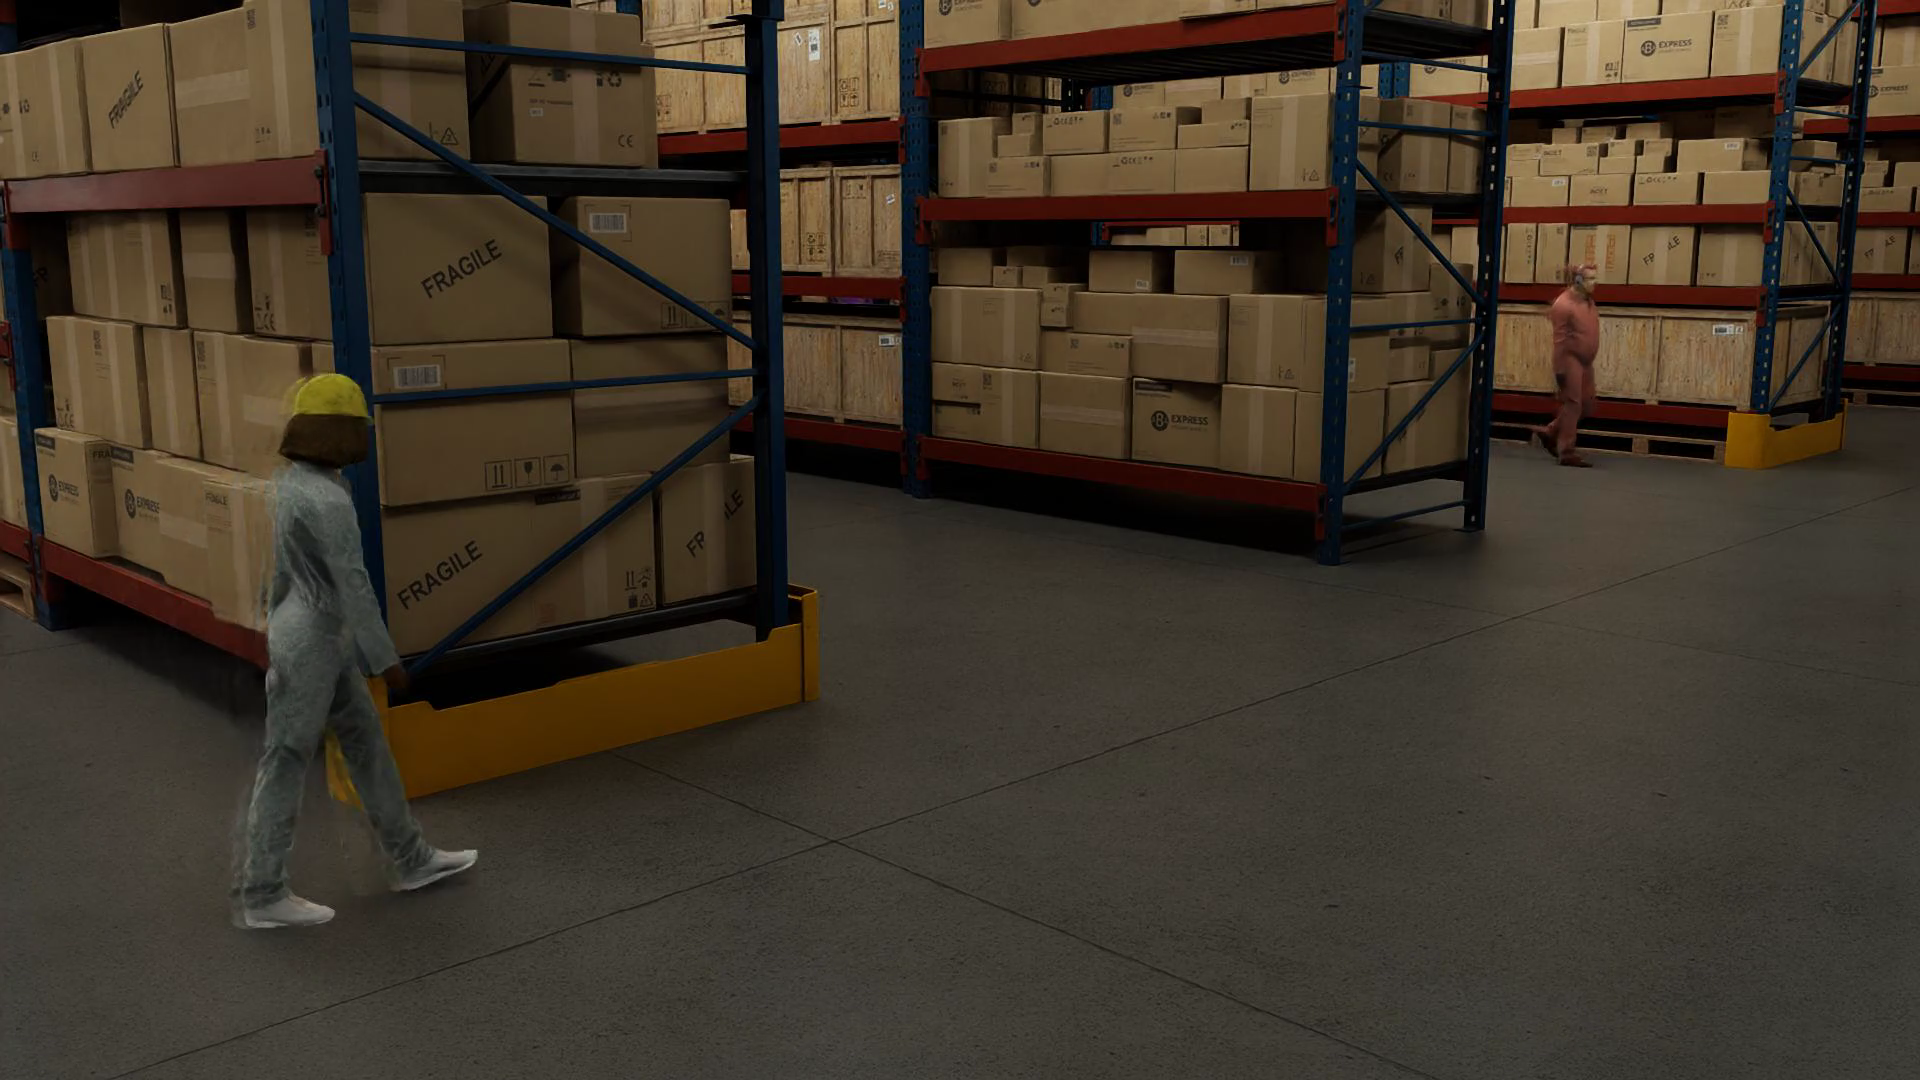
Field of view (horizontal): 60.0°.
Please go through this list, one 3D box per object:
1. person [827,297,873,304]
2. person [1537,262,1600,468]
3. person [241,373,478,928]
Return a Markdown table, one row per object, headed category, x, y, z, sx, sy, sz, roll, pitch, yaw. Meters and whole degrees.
| category | x | y | z | sx | sy | sz | roll | pitch | yaw |
| --- | --- | --- | --- | --- | --- | --- | --- | --- | --- |
| person | -1.273 | -2.361 | 19.299 | 0.542 | 1.938 | 0.358 | -2 | 11 | -12 |
| person | 5.660 | -1.620 | 15.410 | 0.644 | 1.892 | 0.523 | -10 | 14 | -42 |
| person | -1.901 | 0.341 | 5.188 | 0.820 | 1.697 | 0.504 | -5 | 12 | -26 |
